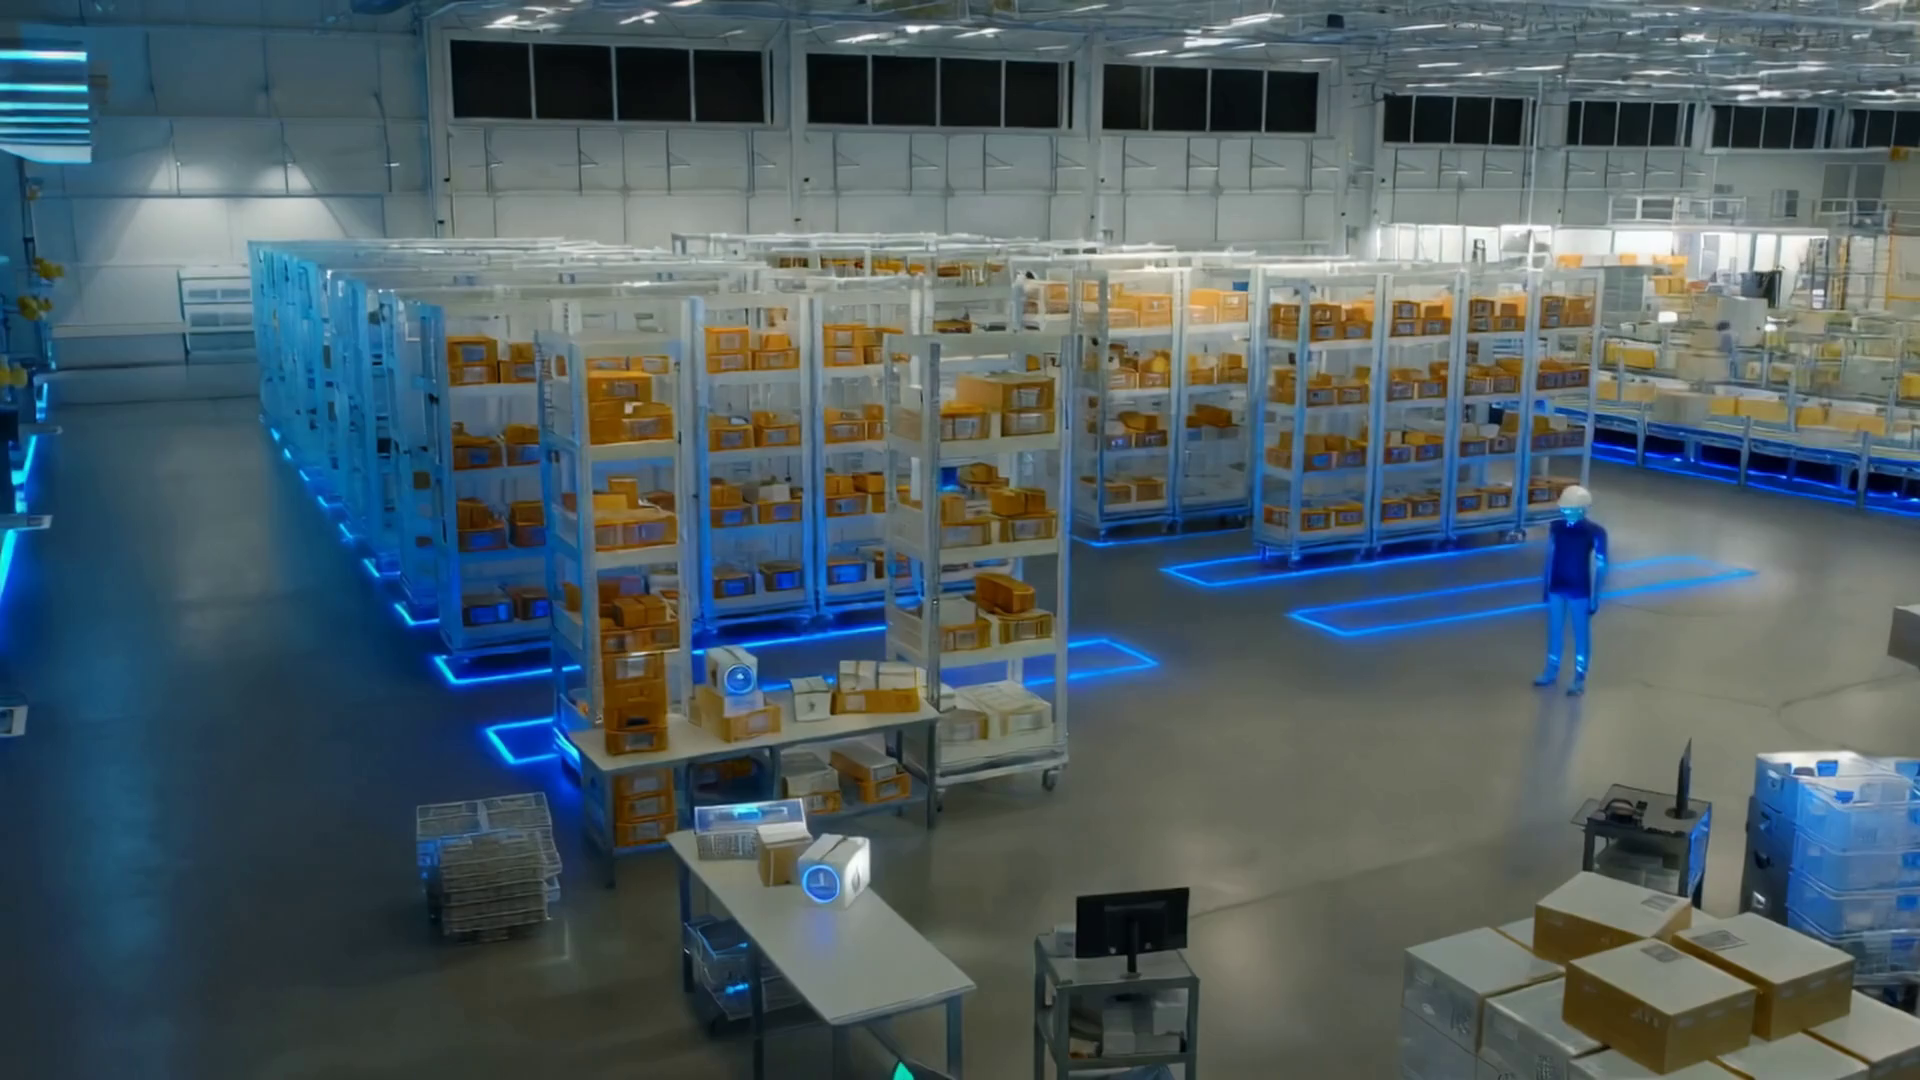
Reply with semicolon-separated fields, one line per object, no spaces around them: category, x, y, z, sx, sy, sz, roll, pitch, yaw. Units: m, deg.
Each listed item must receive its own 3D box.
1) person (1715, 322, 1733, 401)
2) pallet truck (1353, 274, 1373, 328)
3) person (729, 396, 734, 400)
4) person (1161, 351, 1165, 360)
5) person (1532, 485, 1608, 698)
person;16.641;-3.924;36.556;0.871;1.721;0.552;7;14;29
pallet truck;13.011;-8.050;55.243;0.823;1.965;1.885;-7;14;-28
person;-3.650;-2.153;28.141;0.595;1.789;0.985;-4;13;-18
person;5.487;-5.547;44.007;0.598;1.815;0.722;2;12;11
person;5.668;0.465;15.442;0.393;1.985;0.611;-8;15;-34
